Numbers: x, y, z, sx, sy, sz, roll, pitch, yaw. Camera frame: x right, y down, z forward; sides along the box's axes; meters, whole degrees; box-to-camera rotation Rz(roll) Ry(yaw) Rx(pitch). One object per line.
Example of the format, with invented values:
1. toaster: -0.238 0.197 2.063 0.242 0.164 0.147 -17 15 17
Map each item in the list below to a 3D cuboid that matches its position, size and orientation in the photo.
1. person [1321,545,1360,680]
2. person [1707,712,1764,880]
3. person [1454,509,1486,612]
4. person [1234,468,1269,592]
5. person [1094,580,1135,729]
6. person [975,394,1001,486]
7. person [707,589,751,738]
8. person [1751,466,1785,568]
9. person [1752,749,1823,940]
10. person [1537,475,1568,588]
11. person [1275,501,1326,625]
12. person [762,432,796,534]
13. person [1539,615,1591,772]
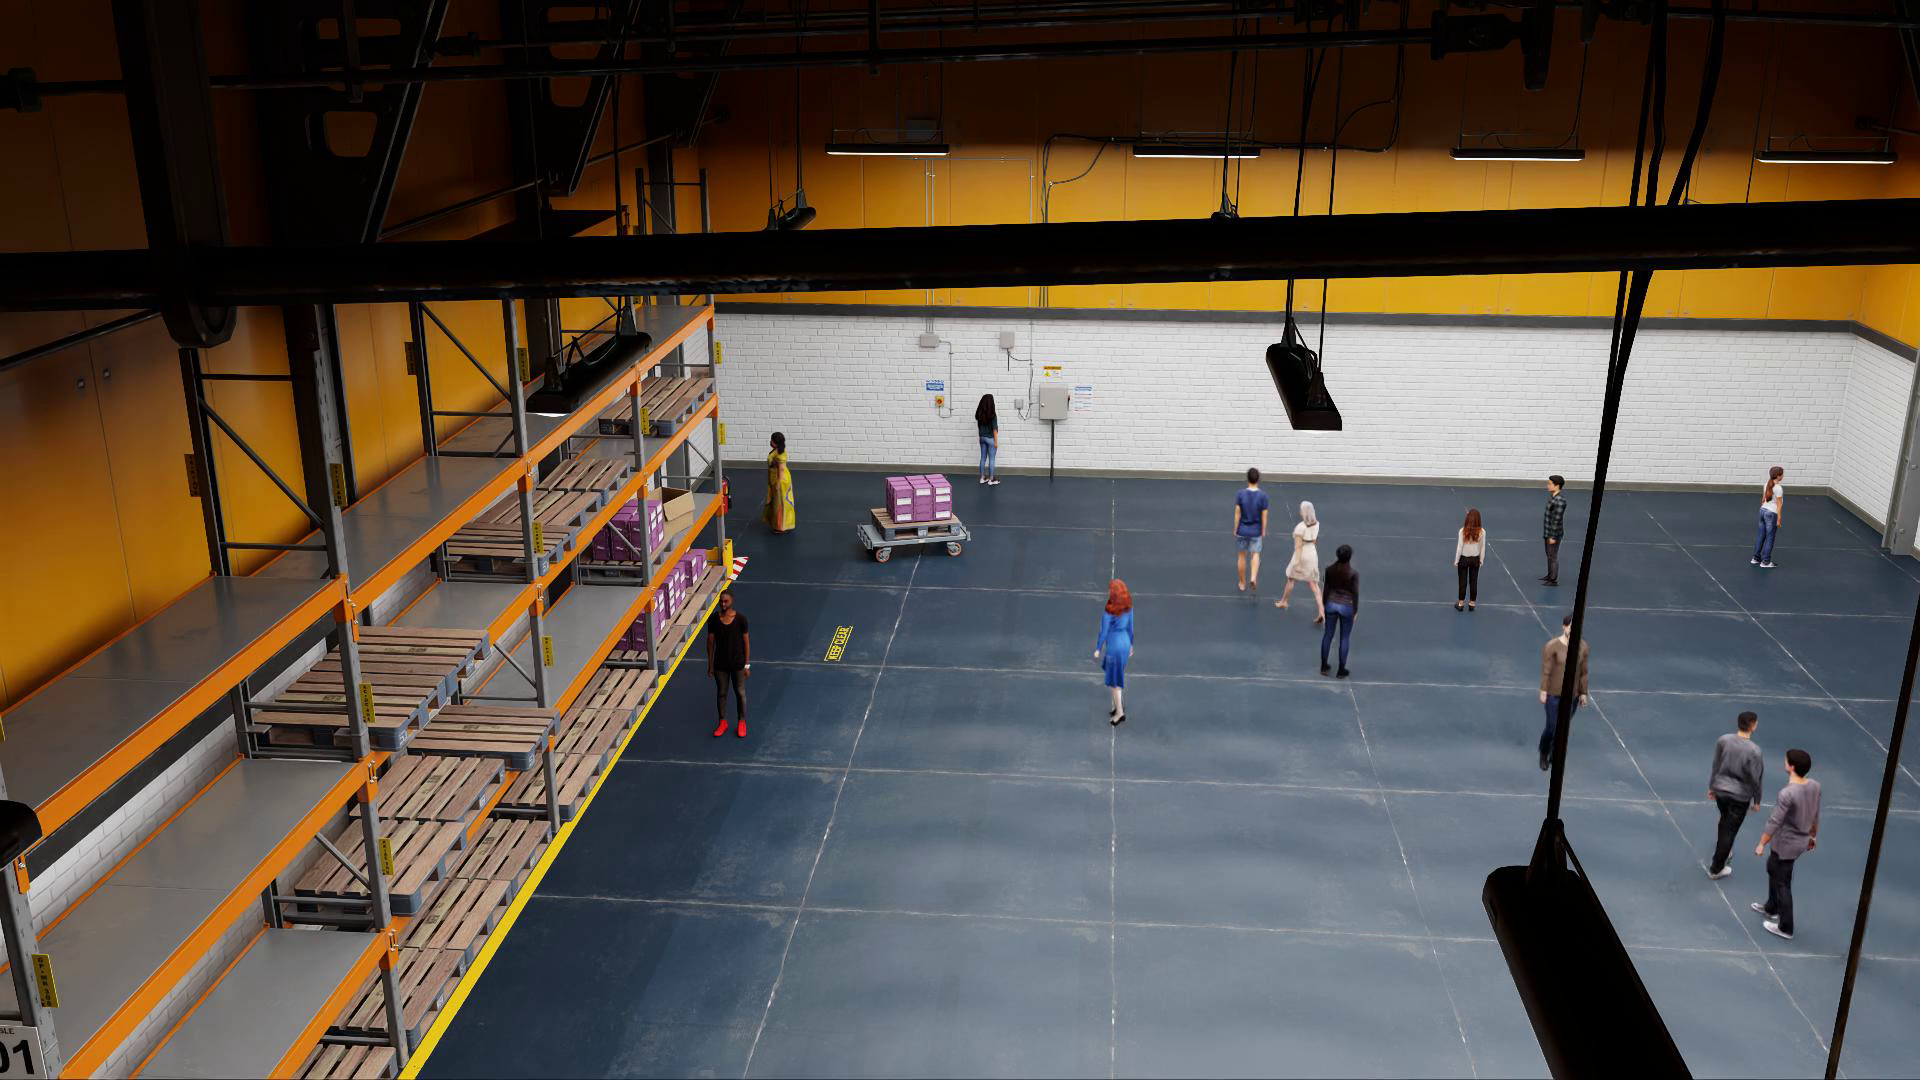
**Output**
1. person: 4.836 0.899 21.206 0.706 1.741 0.722 12 22 32
2. person: 7.560 2.527 16.361 0.911 1.746 0.858 -13 23 -34
3. person: 7.181 0.280 23.445 0.549 1.484 0.464 1 19 4
4. person: 4.189 -0.104 24.039 0.624 1.833 0.793 2 19 6
5. person: 1.916 1.376 19.675 0.815 1.813 0.873 -17 25 -41
6. person: 0.492 -1.790 29.382 0.713 1.617 0.756 15 24 38
7. person: -2.702 1.431 19.526 0.655 1.805 0.522 1 19 2
8. person: 12.304 -0.374 25.264 0.661 1.563 0.554 -5 19 -14
9. person: 7.723 2.829 15.327 0.913 1.834 0.966 -10 21 -28
10. person: 8.751 -0.133 24.468 0.697 1.706 0.478 2 19 7
11. person: 4.826 0.355 22.910 1.103 1.683 1.241 -12 22 -31
12. person: -2.908 -0.948 26.815 0.999 1.660 0.832 -3 19 -10
13. person: 6.734 1.679 18.678 0.689 1.875 0.651 -2 19 -5
